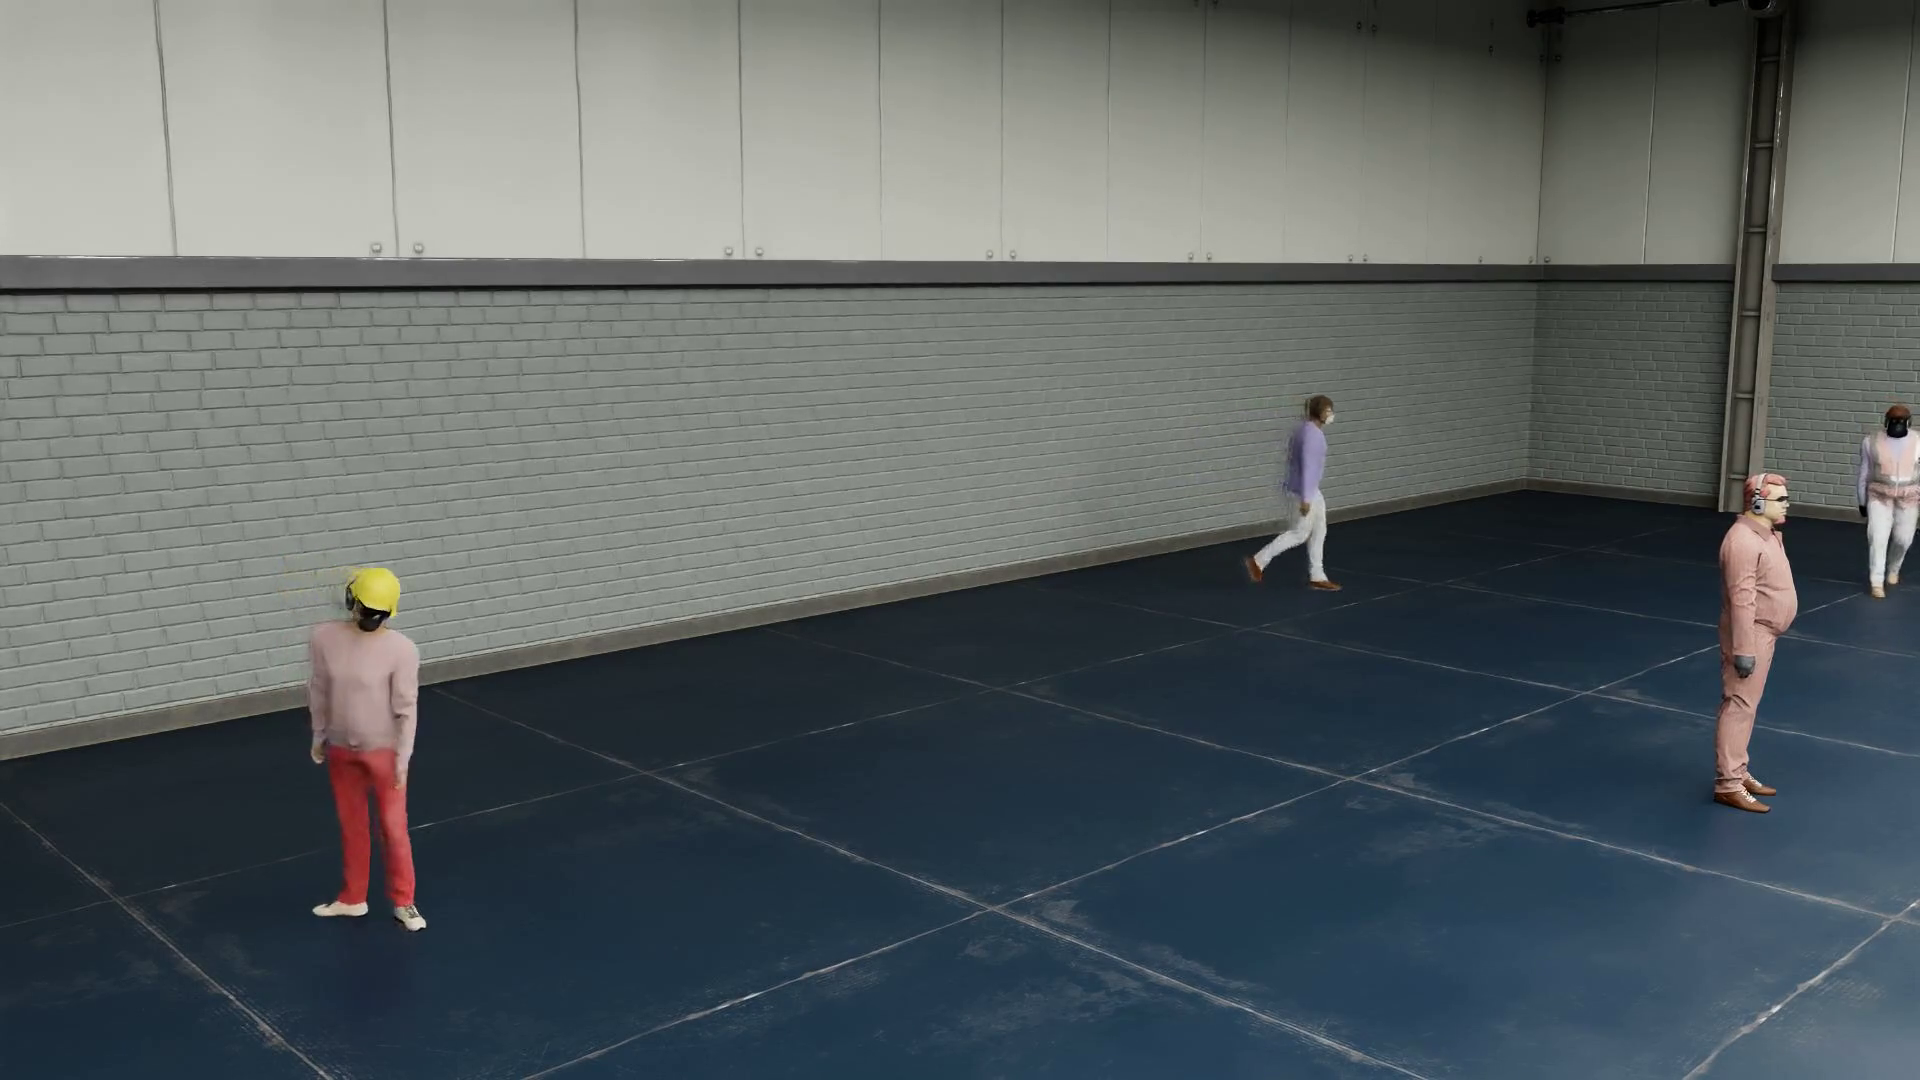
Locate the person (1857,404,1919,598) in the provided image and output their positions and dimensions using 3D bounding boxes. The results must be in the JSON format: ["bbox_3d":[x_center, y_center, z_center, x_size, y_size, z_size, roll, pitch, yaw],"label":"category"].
[{"bbox_3d":[8.794,-0.390,15.692,0.618,1.816,0.754,4,10,23],"label":"person"}]

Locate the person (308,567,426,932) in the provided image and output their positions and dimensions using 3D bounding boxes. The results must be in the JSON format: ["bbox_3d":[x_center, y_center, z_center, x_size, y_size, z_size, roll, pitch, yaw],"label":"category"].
[{"bbox_3d":[-2.778,0.959,7.619,0.675,1.720,0.333,2,9,14],"label":"person"}]

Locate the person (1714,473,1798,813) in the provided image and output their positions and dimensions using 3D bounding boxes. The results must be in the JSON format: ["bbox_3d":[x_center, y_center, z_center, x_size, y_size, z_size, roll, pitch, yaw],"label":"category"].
[{"bbox_3d":[4.519,0.567,9.456,0.407,1.913,0.641,6,11,32],"label":"person"}]

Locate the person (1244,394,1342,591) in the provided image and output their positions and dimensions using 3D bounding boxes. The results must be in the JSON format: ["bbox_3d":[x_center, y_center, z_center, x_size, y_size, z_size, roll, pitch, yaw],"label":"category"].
[{"bbox_3d":[3.197,-0.449,15.812,0.845,1.906,0.640,2,9,15],"label":"person"}]
